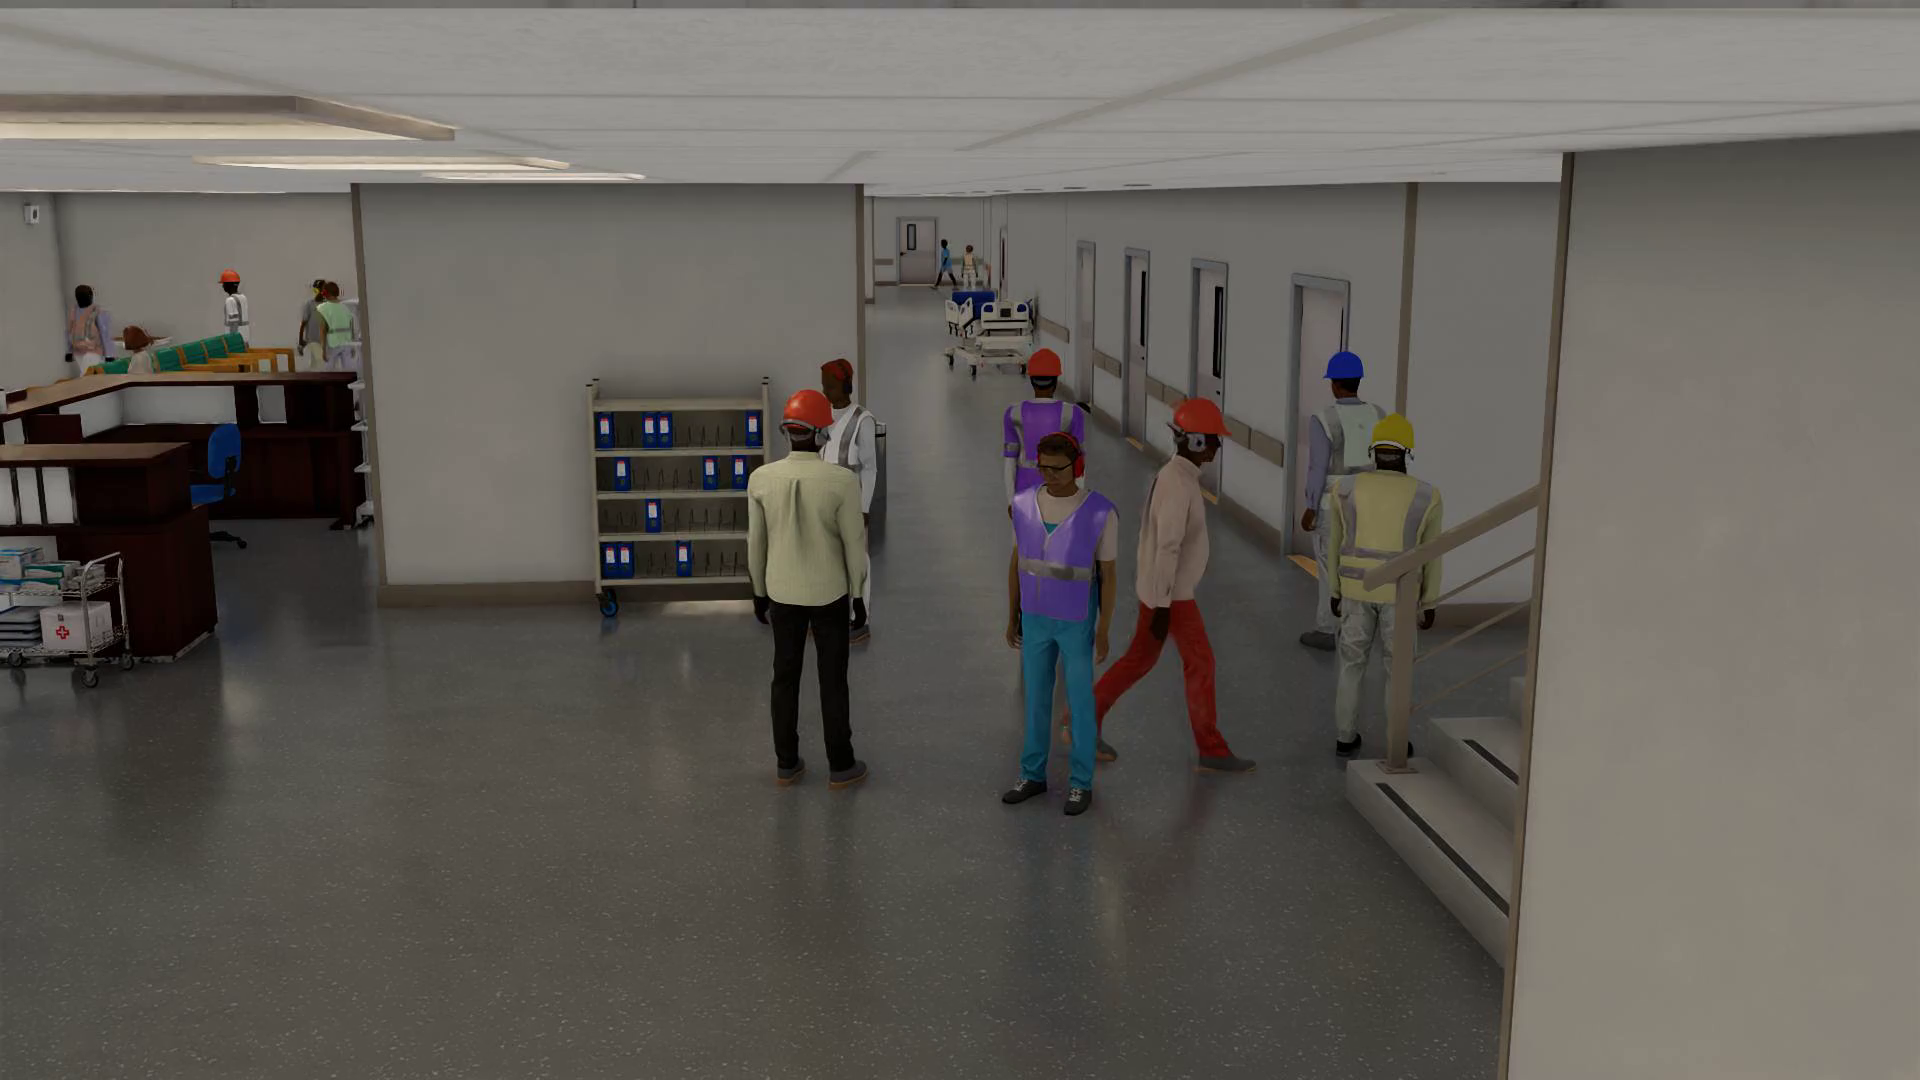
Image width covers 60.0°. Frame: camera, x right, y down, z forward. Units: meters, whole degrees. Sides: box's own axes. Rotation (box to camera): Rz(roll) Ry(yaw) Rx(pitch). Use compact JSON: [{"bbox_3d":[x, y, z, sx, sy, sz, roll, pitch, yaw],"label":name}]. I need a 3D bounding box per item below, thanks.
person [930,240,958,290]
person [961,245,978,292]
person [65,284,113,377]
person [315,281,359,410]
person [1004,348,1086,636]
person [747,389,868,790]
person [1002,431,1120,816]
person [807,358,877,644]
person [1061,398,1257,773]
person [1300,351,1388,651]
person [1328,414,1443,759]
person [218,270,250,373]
[{"bbox_3d":[-0.478,-8.884,53.763,0.920,1.637,0.531,-4,12,-20],"label":"person"},{"bbox_3d":[0.276,-7.604,47.504,0.513,1.640,0.313,3,12,15],"label":"person"},{"bbox_3d":[-11.689,-2.553,22.455,0.614,1.801,0.874,5,13,23],"label":"person"},{"bbox_3d":[-8.676,-2.706,23.230,0.973,1.798,0.586,9,15,38],"label":"person"},{"bbox_3d":[0.565,-0.307,11.108,0.545,1.940,0.352,2,12,9],"label":"person"},{"bbox_3d":[-0.743,0.251,8.244,0.610,1.996,0.384,3,12,16],"label":"person"},{"bbox_3d":[0.484,0.388,7.967,0.563,1.838,0.390,7,13,29],"label":"person"},{"bbox_3d":[-0.788,-0.259,11.006,0.355,1.887,0.573,-11,16,-42],"label":"person"},{"bbox_3d":[1.002,0.237,8.511,1.001,1.947,0.632,1,12,4],"label":"person"},{"bbox_3d":[2.486,-0.250,10.811,0.614,1.944,0.395,-6,13,-25],"label":"person"},{"bbox_3d":[2.204,0.258,8.652,0.585,1.824,0.405,5,13,23],"label":"person"},{"bbox_3d":[-10.217,-2.832,23.457,0.360,1.936,0.552,-1,12,-4],"label":"person"}]
